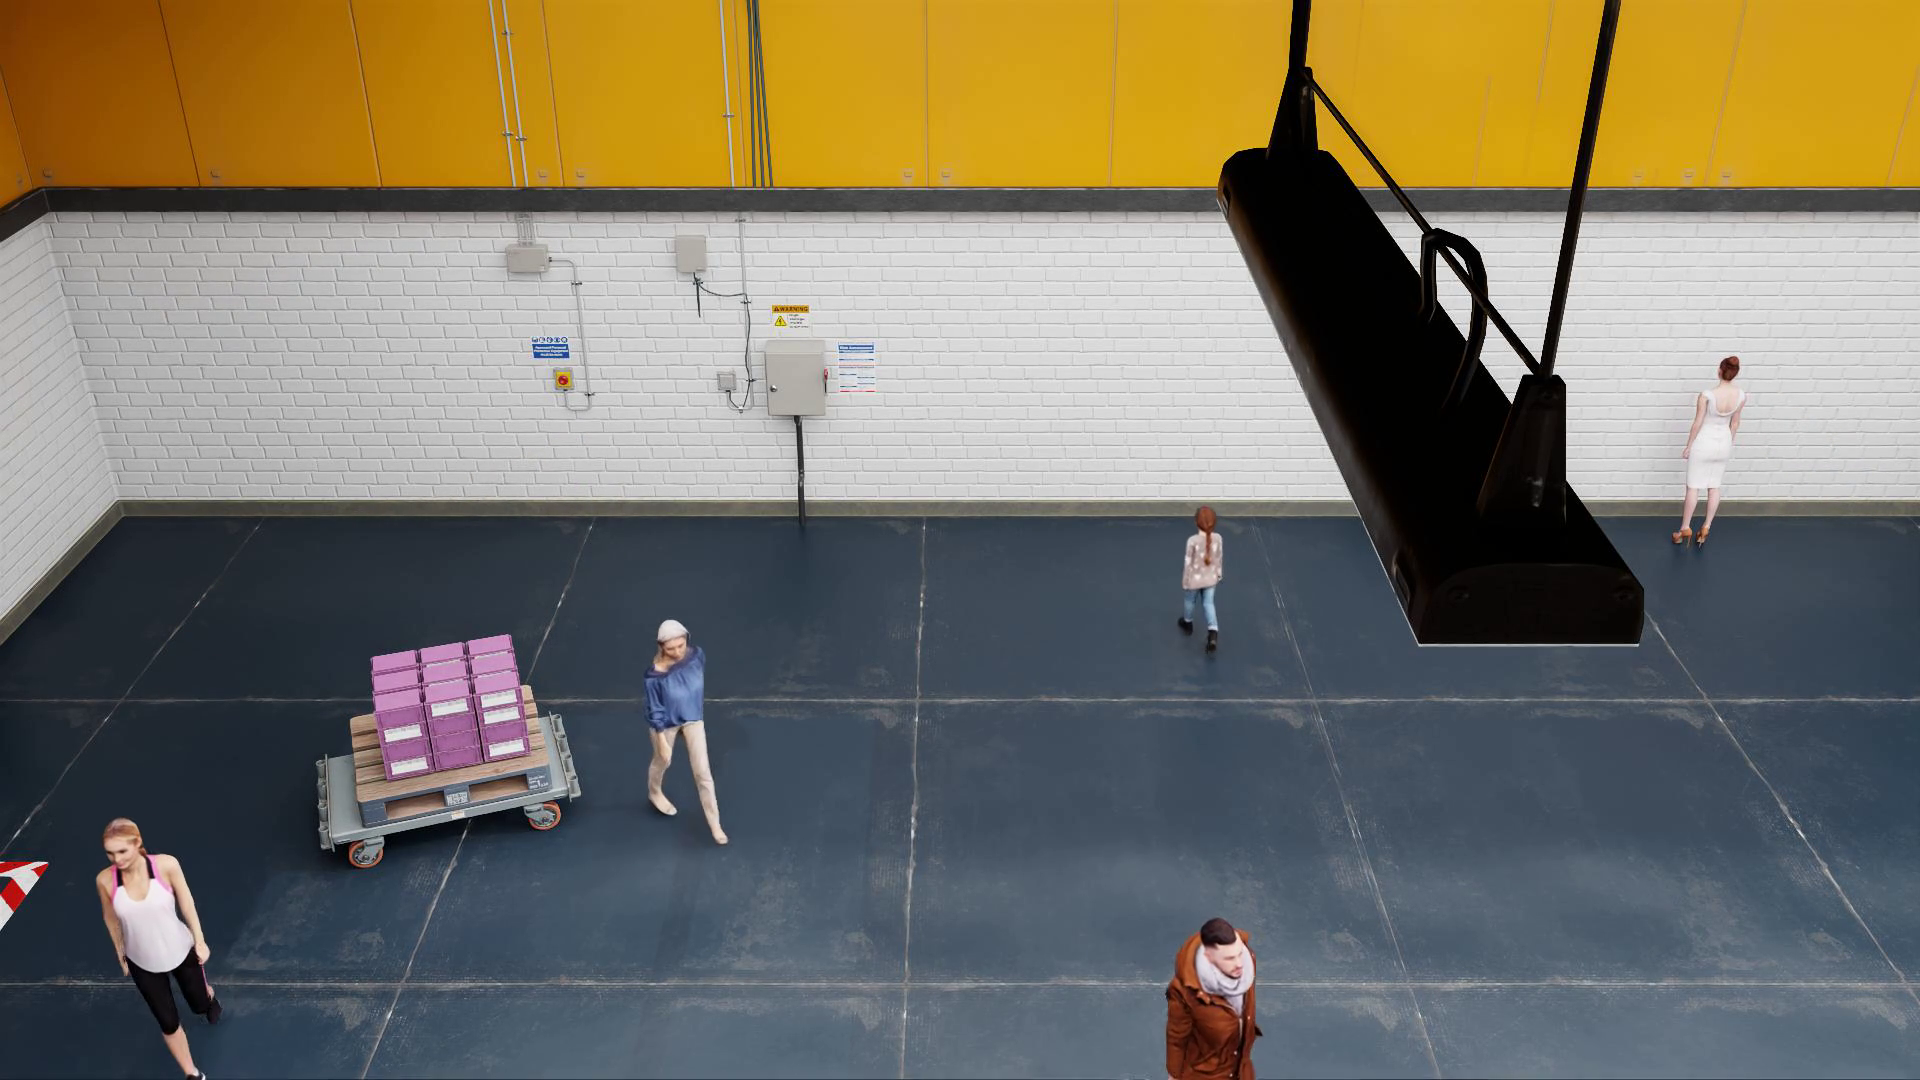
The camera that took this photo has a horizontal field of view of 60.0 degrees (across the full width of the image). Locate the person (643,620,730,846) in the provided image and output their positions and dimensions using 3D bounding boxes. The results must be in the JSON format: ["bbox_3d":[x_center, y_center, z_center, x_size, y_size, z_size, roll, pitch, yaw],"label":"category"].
[{"bbox_3d":[-1.894,1.177,10.857,1.156,1.651,1.050,25,37,38],"label":"person"}]

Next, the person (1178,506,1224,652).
[{"bbox_3d":[1.898,0.311,12.938,0.614,1.179,0.863,-6,29,-11],"label":"person"}]

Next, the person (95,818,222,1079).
[{"bbox_3d":[-4.244,2.172,8.906,0.785,1.772,1.023,-8,30,-14],"label":"person"}]

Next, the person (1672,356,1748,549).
[{"bbox_3d":[6.434,-0.760,14.260,0.562,1.793,0.463,-1,29,-1],"label":"person"}]

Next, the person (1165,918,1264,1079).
[{"bbox_3d":[1.181,2.533,8.196,0.991,1.818,1.059,-23,36,-35],"label":"person"}]
